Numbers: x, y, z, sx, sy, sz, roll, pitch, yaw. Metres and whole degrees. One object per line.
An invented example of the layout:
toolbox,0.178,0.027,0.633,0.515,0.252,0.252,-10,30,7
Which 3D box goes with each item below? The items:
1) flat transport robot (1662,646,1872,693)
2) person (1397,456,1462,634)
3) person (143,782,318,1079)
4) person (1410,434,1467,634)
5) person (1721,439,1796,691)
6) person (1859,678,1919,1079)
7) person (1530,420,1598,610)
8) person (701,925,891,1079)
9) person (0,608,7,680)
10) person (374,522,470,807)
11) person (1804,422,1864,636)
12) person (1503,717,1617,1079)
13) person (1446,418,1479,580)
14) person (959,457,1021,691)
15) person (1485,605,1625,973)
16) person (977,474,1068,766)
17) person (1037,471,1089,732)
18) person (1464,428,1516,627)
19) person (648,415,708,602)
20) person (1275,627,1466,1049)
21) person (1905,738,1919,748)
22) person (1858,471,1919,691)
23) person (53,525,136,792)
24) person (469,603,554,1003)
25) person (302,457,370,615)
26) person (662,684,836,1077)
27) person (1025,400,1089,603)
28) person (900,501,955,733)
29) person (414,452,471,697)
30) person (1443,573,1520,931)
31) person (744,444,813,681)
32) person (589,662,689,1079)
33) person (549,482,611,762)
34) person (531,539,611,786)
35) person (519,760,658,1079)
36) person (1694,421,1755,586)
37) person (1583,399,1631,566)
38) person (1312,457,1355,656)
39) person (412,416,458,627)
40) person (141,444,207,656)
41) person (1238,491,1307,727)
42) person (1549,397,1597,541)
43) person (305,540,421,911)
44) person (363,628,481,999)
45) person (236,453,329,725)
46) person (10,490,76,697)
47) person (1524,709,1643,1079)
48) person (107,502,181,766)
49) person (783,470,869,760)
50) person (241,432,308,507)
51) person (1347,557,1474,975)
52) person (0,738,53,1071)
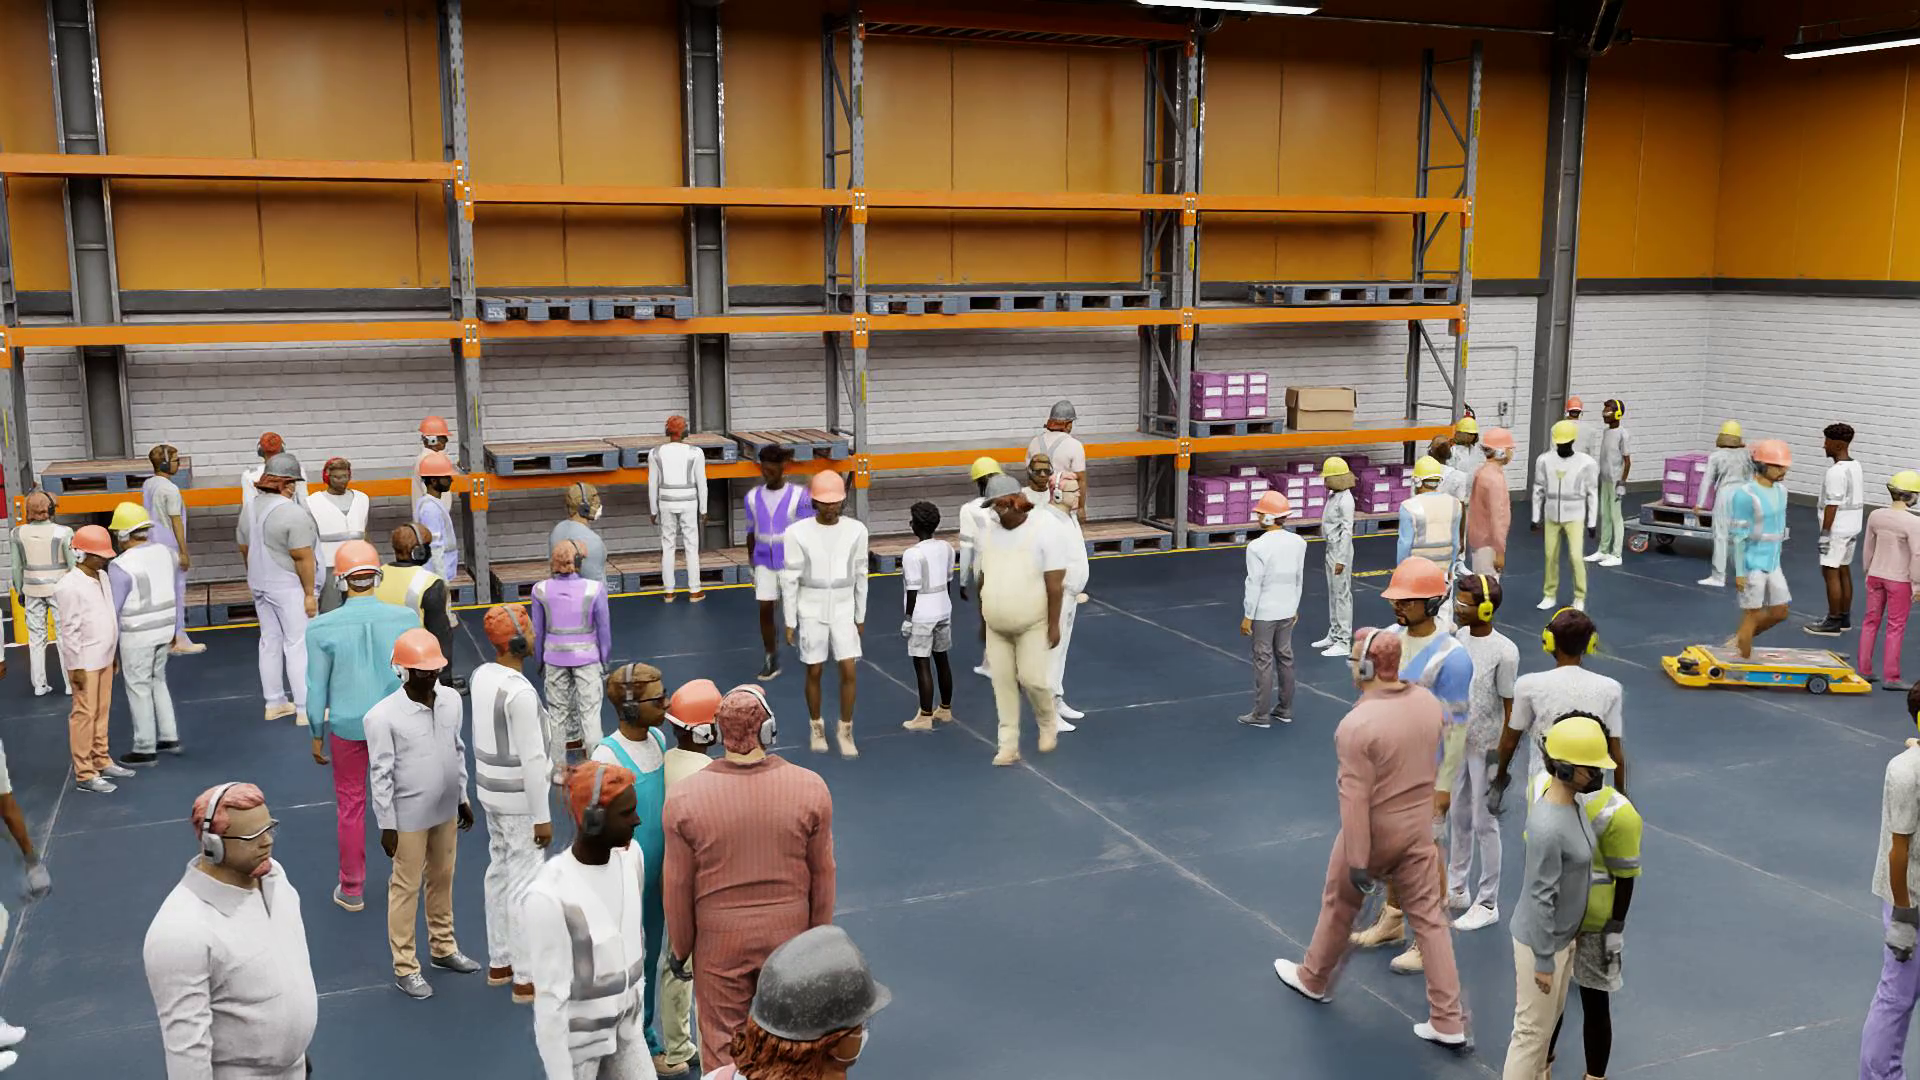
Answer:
flat transport robot,6.542,1.037,13.533,1.431,0.197,0.652,2,10,11
person,3.835,0.220,13.741,0.591,1.834,0.404,-4,11,-21
person,-2.198,1.672,5.170,0.404,1.906,0.652,1,10,4
person,4.377,-0.050,15.257,0.514,1.846,0.333,5,11,28
person,6.409,0.191,13.364,0.609,2.031,0.479,-5,11,-27
person,3.803,1.444,6.584,0.328,1.872,0.510,9,13,43
person,5.832,-0.225,16.132,0.615,1.899,0.484,9,13,41
person,-0.296,1.842,3.800,0.678,2.000,0.537,9,13,42
person,-6.371,0.738,10.511,0.596,1.918,0.380,-4,11,-22
person,-3.379,0.804,10.357,0.624,1.844,0.430,6,11,30
person,8.043,-0.102,15.254,0.386,1.956,0.603,10,14,44
person,2.304,1.531,6.406,0.340,1.760,0.525,6,11,30
person,5.400,-0.450,17.867,0.492,1.741,0.317,-7,12,-36
person,0.317,0.275,13.344,0.616,1.874,0.918,-5,11,-27
person,2.831,1.225,7.943,0.551,1.844,0.692,0,10,-2
person,0.376,0.517,11.433,0.704,2.000,0.557,6,11,29
person,0.750,0.438,12.275,0.402,1.911,0.638,3,10,17
person,4.586,0.029,14.418,0.384,1.985,0.652,0,10,0
person,-2.816,-0.311,16.654,0.585,1.882,0.337,0,10,0
person,1.894,1.304,7.476,0.649,1.850,1.038,-6,11,-30
person,6.942,0.589,11.634,0.619,1.835,0.430,-5,11,-24
person,7.499,0.322,13.356,0.327,1.765,0.529,-3,10,-17
person,-5.651,0.761,10.885,0.349,1.740,0.564,0,10,-2
person,-2.078,1.224,7.812,0.347,1.884,0.584,-8,13,-39
person,-5.083,0.233,13.639,0.389,1.844,0.566,8,13,38
person,-0.790,1.480,6.278,0.642,1.906,0.407,-2,10,-14
person,1.025,-0.391,16.668,0.688,2.000,0.535,9,13,41
person,-0.244,0.560,12.175,0.317,1.695,0.540,7,12,36
person,-4.107,0.271,13.146,0.354,1.939,0.544,-4,11,-22
person,2.661,1.089,8.640,0.328,1.869,0.521,-3,10,-19
person,-1.474,0.155,13.779,0.617,1.950,0.691,2,10,13
person,-1.337,1.406,6.873,0.327,1.845,0.511,3,10,17
person,-2.594,0.558,11.490,0.366,1.939,0.635,-8,13,-39
person,-2.547,0.809,10.919,0.515,1.636,0.315,0,10,0
person,-1.161,1.652,5.418,0.534,1.864,0.661,5,11,28
person,8.030,-0.365,17.408,0.591,1.733,0.436,0,10,-1
person,7.283,-0.643,18.608,0.335,1.873,0.520,-1,10,-8
person,3.263,0.141,14.486,0.311,1.735,0.484,0,10,0
person,-4.899,-0.166,15.551,0.411,1.986,0.603,-3,10,-15
person,-6.880,0.086,14.477,0.519,1.844,0.331,7,12,36
person,2.300,0.505,12.316,0.573,1.755,0.319,-7,12,-35
person,7.410,-0.861,20.198,0.564,1.751,0.330,0,10,1
person,-3.171,0.984,8.904,0.615,1.987,0.406,-6,12,-32
person,-2.538,1.273,7.907,0.330,1.751,0.565,5,11,27
person,-4.999,0.348,12.408,0.681,2.000,0.536,6,11,31
person,-7.173,0.428,13.100,0.525,1.639,0.307,0,10,-3
person,2.475,1.508,6.711,0.322,1.696,0.536,-6,11,-29
person,-5.573,0.647,11.326,0.428,1.824,0.625,2,10,10
person,-0.911,0.526,11.462,0.628,2.019,0.722,-2,10,-13
person,-6.193,-0.040,15.093,0.586,1.882,0.340,-8,13,-38
person,2.200,1.089,8.132,0.372,2.044,0.608,-5,11,-25
person,-4.154,1.369,7.085,0.563,1.839,0.633,4,11,21
